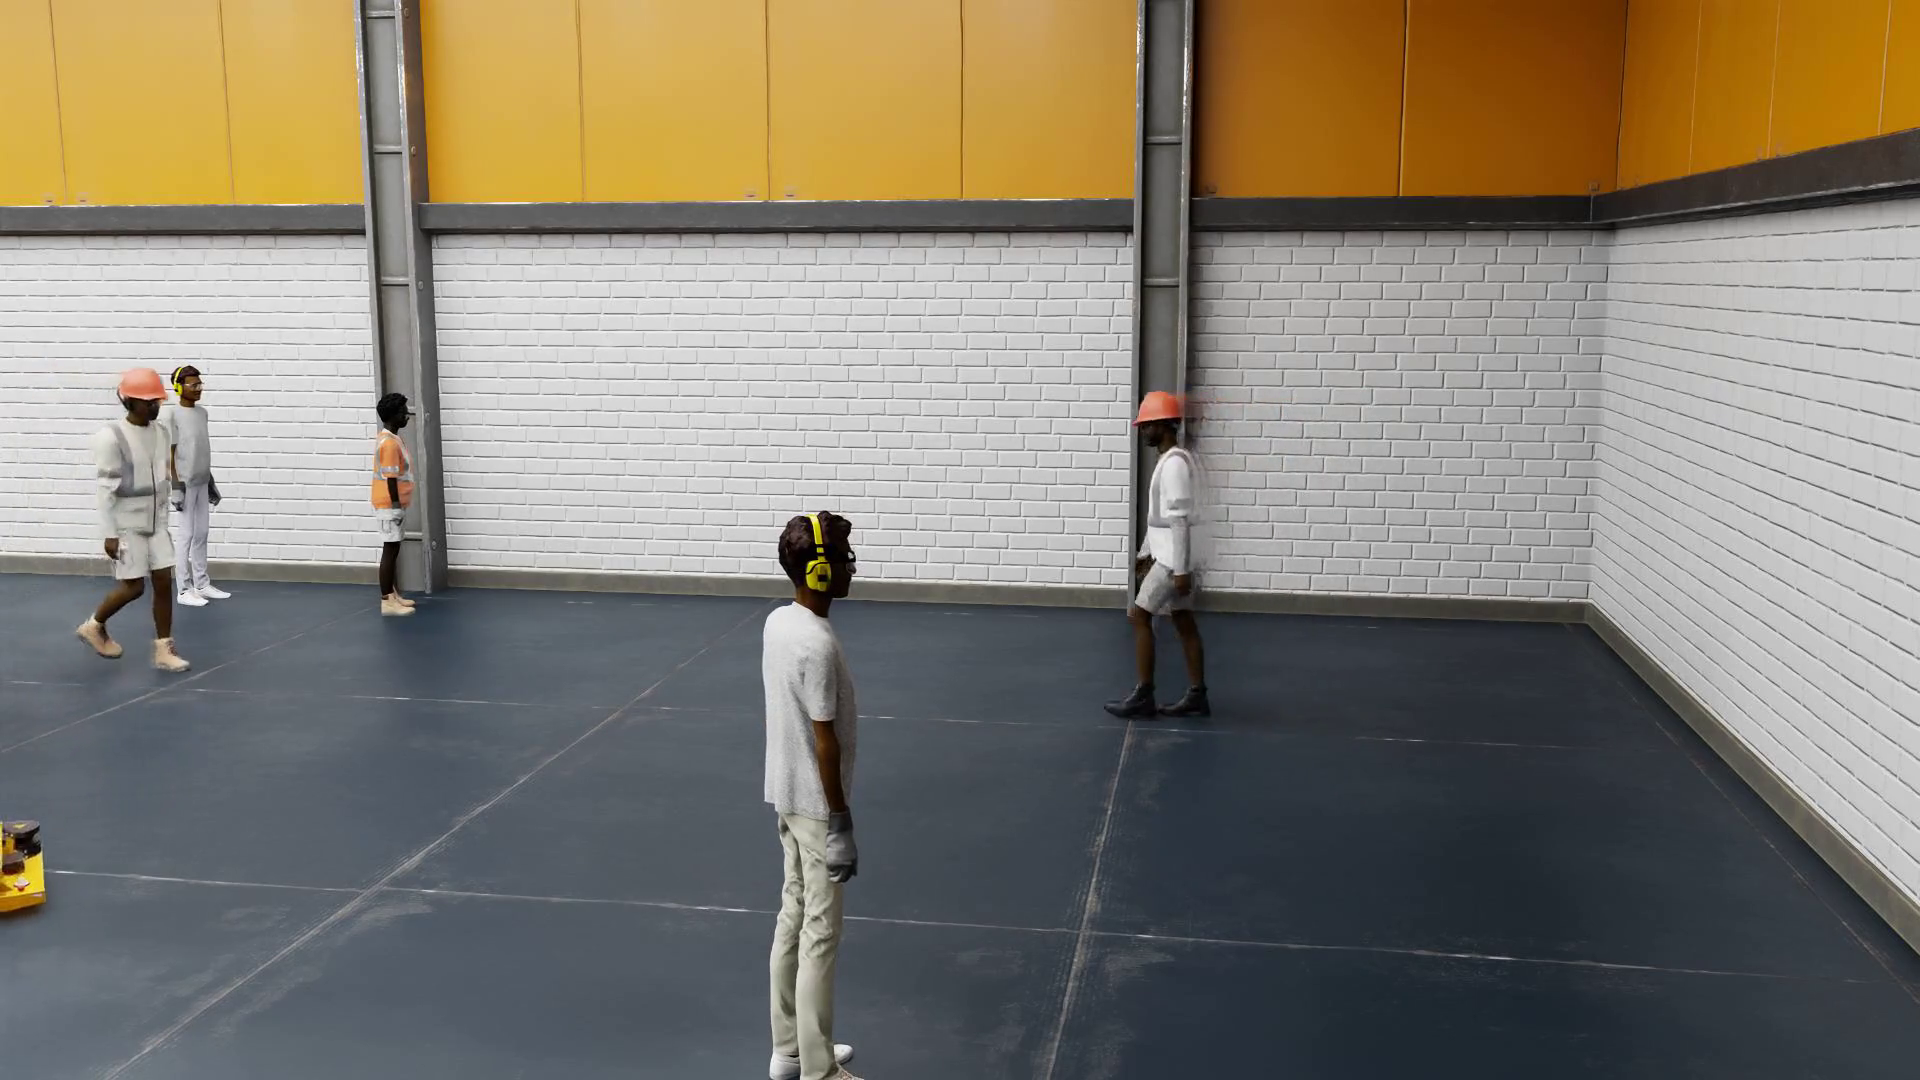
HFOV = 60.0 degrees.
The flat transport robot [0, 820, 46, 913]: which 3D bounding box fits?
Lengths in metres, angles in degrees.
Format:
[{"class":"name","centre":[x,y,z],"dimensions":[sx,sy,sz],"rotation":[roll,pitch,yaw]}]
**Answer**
[{"class":"flat transport robot","centre":[-4.489,1.399,6.660],"dimensions":[1.431,0.197,0.652],"rotation":[-5,11,-29]}]

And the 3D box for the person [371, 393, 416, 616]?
[{"class":"person","centre":[-4.295,-0.269,12.607],"dimensions":[0.320,1.690,0.535],"rotation":[-3,10,-18]}]

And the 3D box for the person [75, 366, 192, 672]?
[{"class":"person","centre":[-5.363,-0.125,10.737],"dimensions":[0.759,2.008,0.622],"rotation":[3,10,20]}]

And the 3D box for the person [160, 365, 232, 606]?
[{"class":"person","centre":[-5.992,-0.428,13.014],"dimensions":[0.328,1.872,0.508],"rotation":[2,9,9]}]

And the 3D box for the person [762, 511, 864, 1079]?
[{"class":"person","centre":[-0.442,0.837,5.212],"dimensions":[0.329,1.873,0.512],"rotation":[-4,10,-25]}]

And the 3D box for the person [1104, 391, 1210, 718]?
[{"class":"person","centre":[1.135,0.094,9.665],"dimensions":[0.743,1.905,0.567],"rotation":[2,9,11]}]
